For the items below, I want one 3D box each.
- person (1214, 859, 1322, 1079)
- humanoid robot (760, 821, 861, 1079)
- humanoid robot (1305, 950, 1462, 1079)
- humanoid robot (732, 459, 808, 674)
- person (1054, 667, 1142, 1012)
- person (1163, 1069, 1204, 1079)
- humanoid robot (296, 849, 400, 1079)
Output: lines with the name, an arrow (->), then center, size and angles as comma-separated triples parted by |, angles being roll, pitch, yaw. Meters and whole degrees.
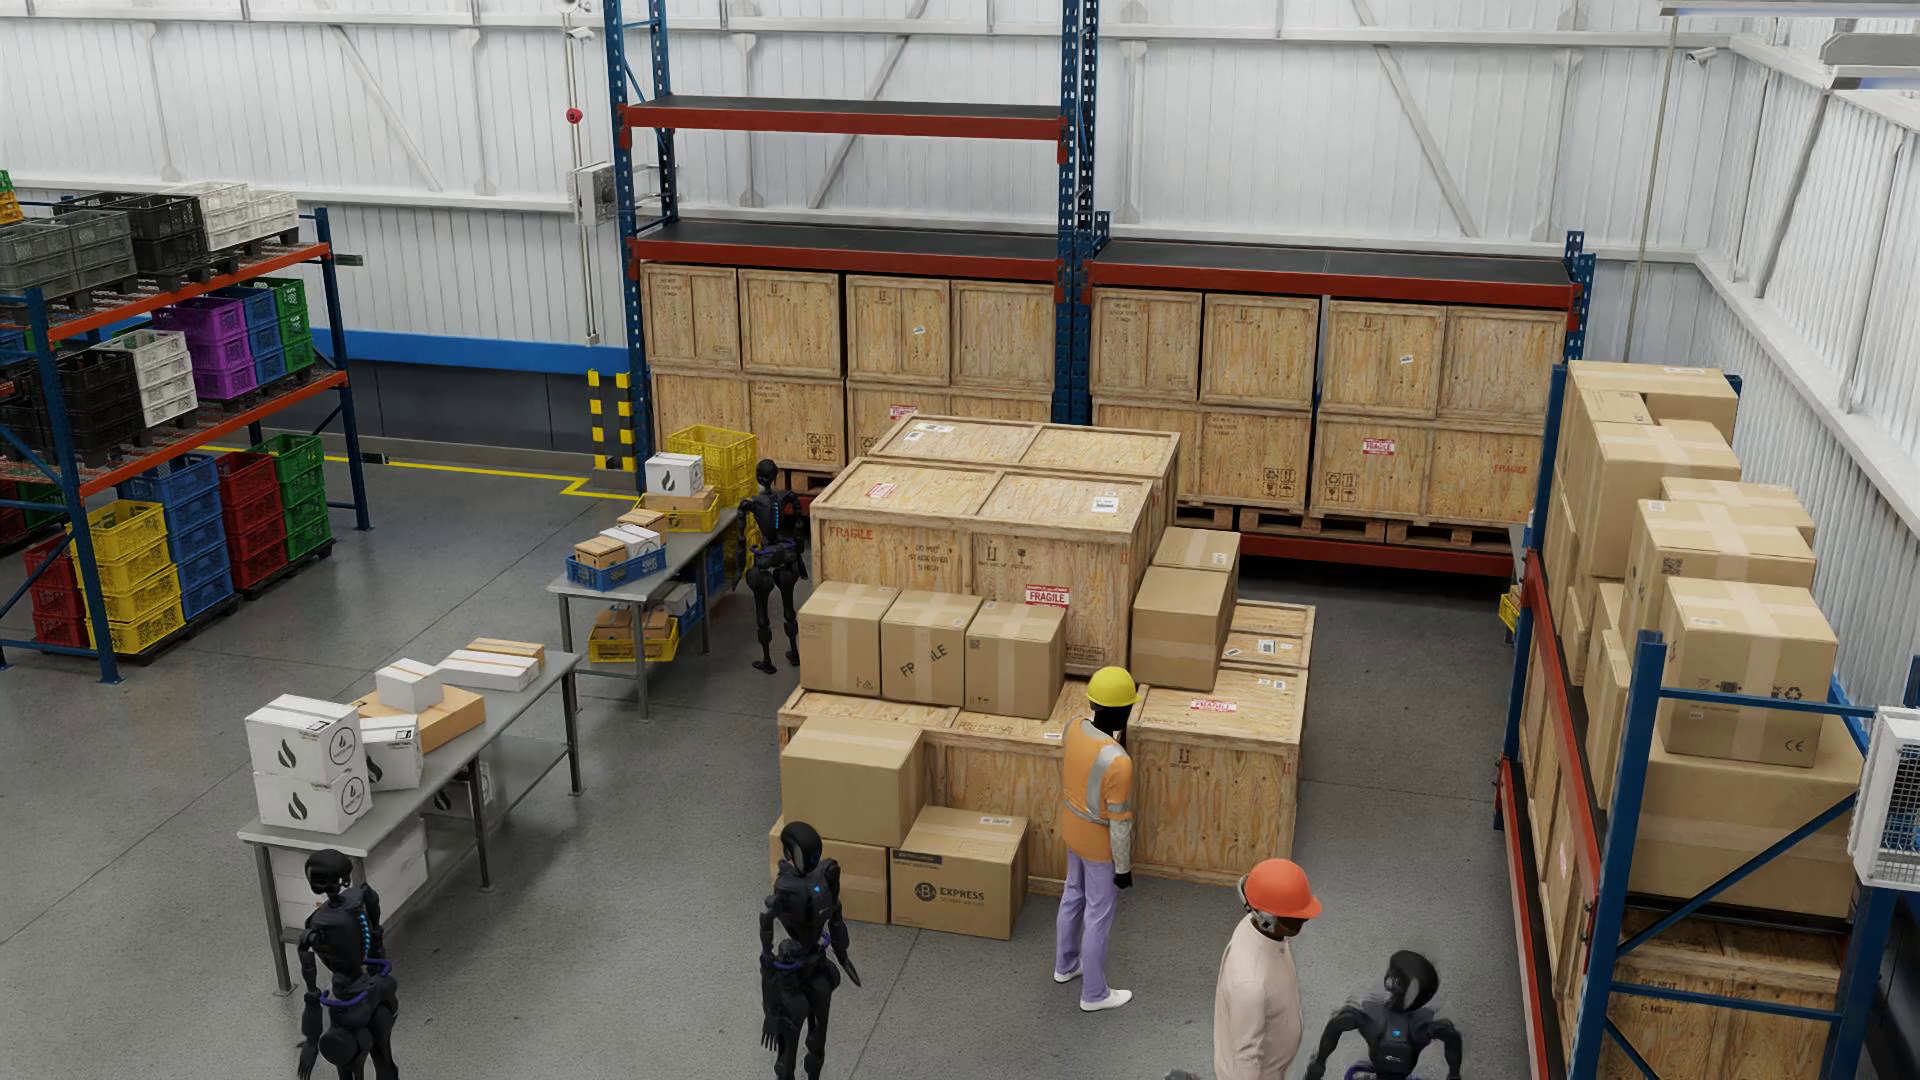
person -> 1.239, 2.192, 6.895 | 0.394, 1.991, 0.621 | 6, 22, 15
humanoid robot -> -0.720, 2.041, 7.717 | 0.315, 1.656, 0.609 | 14, 25, 32
humanoid robot -> 1.648, 2.421, 6.778 | 0.713, 1.630, 0.523 | 9, 23, 22
humanoid robot -> -1.429, 0.185, 12.571 | 0.611, 1.657, 0.315 | -13, 25, -31
person -> 0.733, 1.546, 8.699 | 0.405, 1.918, 0.582 | -10, 23, -24
person -> 0.721, 2.642, 5.655 | 0.705, 2.000, 0.764 | -14, 25, -33
humanoid robot -> -2.748, 2.122, 7.502 | 0.327, 1.657, 0.584 | 5, 22, 14
